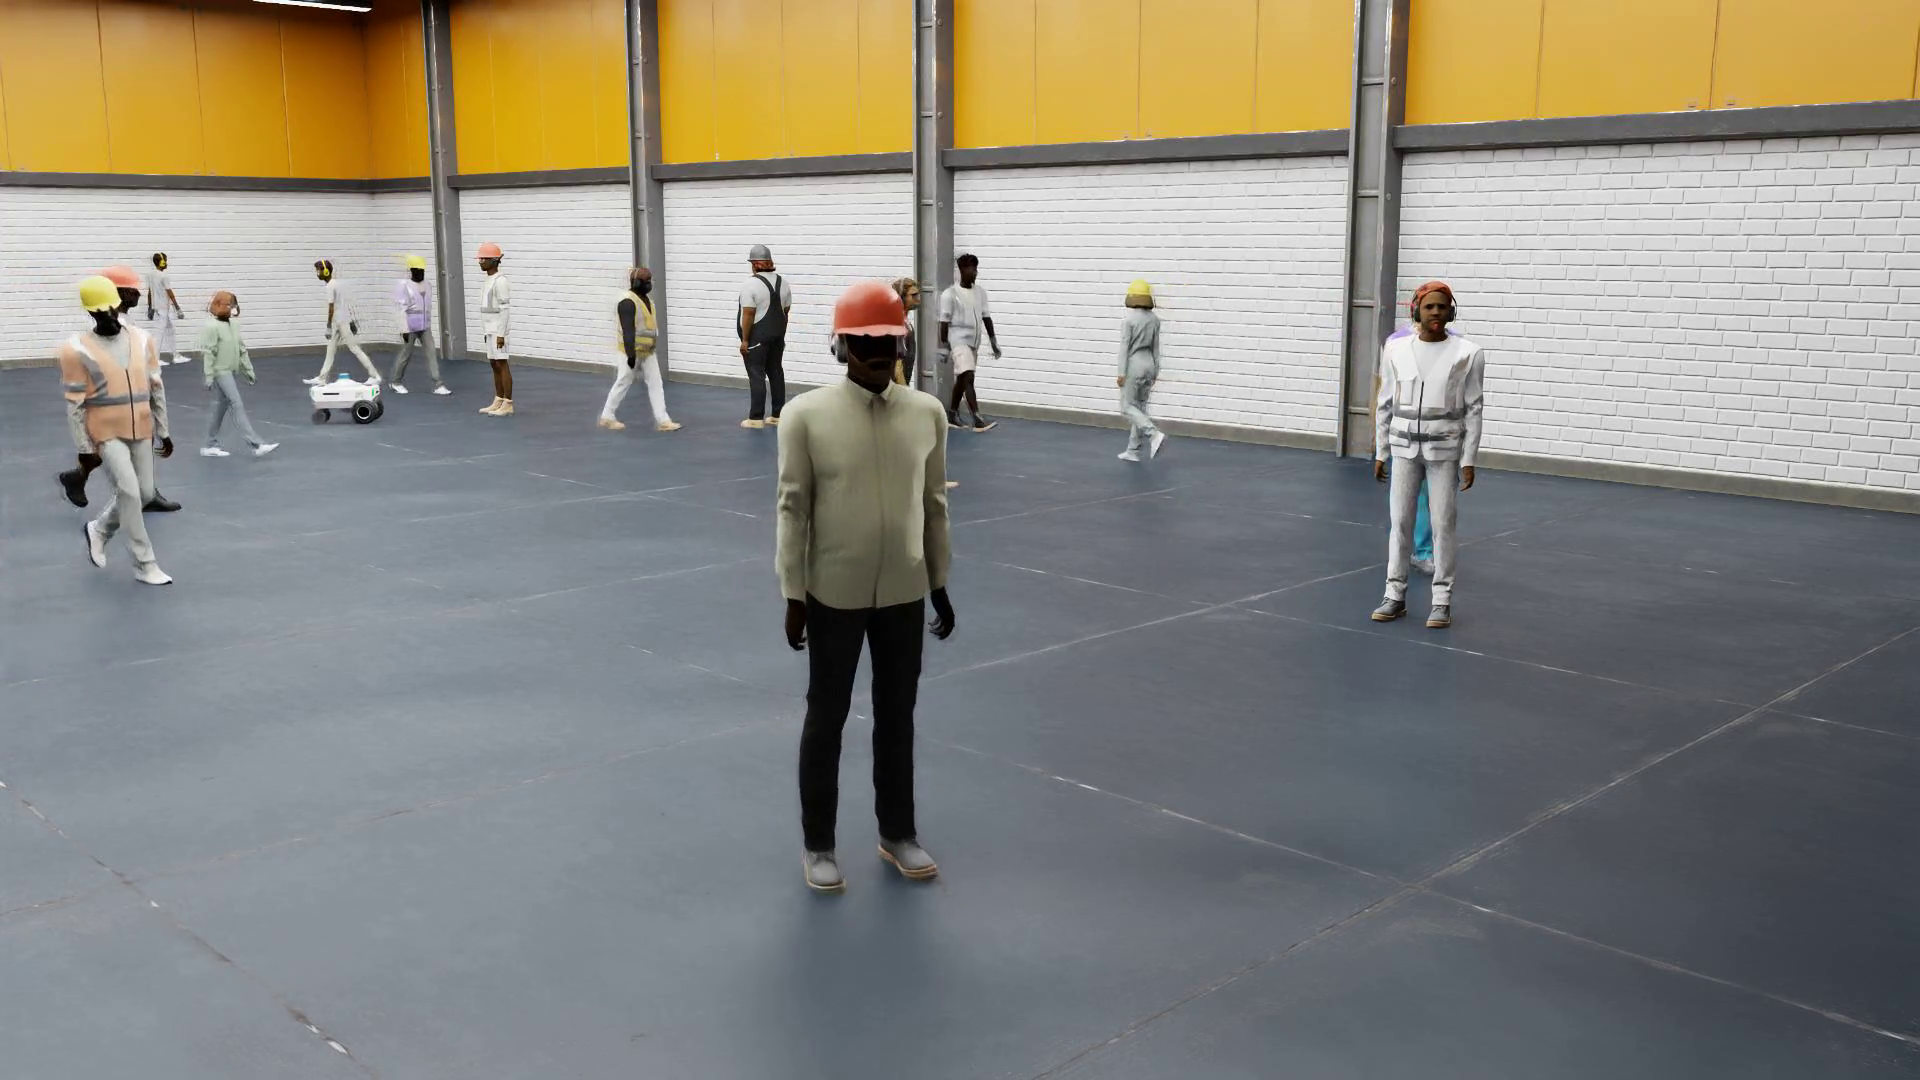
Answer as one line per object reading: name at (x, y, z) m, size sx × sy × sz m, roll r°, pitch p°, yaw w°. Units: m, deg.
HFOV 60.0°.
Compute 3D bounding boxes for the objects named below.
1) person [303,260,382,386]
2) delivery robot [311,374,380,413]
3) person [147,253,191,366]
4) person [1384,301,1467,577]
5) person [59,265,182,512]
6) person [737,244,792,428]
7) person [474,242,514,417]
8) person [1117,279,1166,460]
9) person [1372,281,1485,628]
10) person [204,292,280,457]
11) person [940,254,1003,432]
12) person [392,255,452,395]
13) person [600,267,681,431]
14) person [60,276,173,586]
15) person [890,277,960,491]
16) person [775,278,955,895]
person at (-8.735, -3.047, 23.487) m, size 1.057 × 1.787 × 0.520 m, roll -3°, pitch 11°, yaw -16°
delivery robot at (-7.009, -1.655, 18.967) m, size 0.707 × 0.478 × 0.477 m, roll -2°, pitch 10°, yaw -9°
person at (-13.009, -3.790, 27.374) m, size 0.522 × 1.838 × 0.852 m, roll 8°, pitch 13°, yaw 39°
person at (2.987, -0.681, 10.458) m, size 0.588 × 1.812 × 0.813 m, roll -4°, pitch 11°, yaw -19°
person at (-6.470, -1.138, 12.705) m, size 0.752 × 1.916 × 0.559 m, roll -1°, pitch 10°, yaw -4°
person at (-2.232, -2.272, 18.533) m, size 0.538 × 2.000 × 0.689 m, roll 8°, pitch 13°, yaw 38°
person at (-5.499, -2.474, 19.628) m, size 0.377 × 2.045 × 0.605 m, roll -6°, pitch 12°, yaw -32°
person at (1.711, -1.583, 15.610) m, size 0.499 × 1.727 × 0.574 m, roll -9°, pitch 14°, yaw -41°
person at (2.546, -0.465, 9.105) m, size 0.580 × 1.884 × 0.352 m, roll 6°, pitch 12°, yaw 31°
person at (-6.952, -1.578, 15.951) m, size 0.839 × 1.583 × 0.524 m, roll 1°, pitch 10°, yaw 5°
person at (0.142, -2.139, 18.124) m, size 0.969 × 1.922 × 0.630 m, roll 10°, pitch 14°, yaw 43°
person at (-7.311, -2.881, 22.315) m, size 0.996 × 1.882 × 0.609 m, roll 6°, pitch 12°, yaw 29°
person at (-3.559, -2.069, 18.143) m, size 0.923 × 1.796 × 0.644 m, roll 3°, pitch 11°, yaw 17°
person at (-5.203, -0.671, 10.202) m, size 0.752 × 1.893 × 0.613 m, roll 6°, pitch 12°, yaw 29°
person at (-0.538, -1.276, 13.802) m, size 0.978 × 1.796 × 0.527 m, roll 2°, pitch 11°, yaw 9°
person at (-0.300, 0.154, 5.435) m, size 0.617 × 1.994 × 0.393 m, roll -5°, pitch 12°, yaw -26°
